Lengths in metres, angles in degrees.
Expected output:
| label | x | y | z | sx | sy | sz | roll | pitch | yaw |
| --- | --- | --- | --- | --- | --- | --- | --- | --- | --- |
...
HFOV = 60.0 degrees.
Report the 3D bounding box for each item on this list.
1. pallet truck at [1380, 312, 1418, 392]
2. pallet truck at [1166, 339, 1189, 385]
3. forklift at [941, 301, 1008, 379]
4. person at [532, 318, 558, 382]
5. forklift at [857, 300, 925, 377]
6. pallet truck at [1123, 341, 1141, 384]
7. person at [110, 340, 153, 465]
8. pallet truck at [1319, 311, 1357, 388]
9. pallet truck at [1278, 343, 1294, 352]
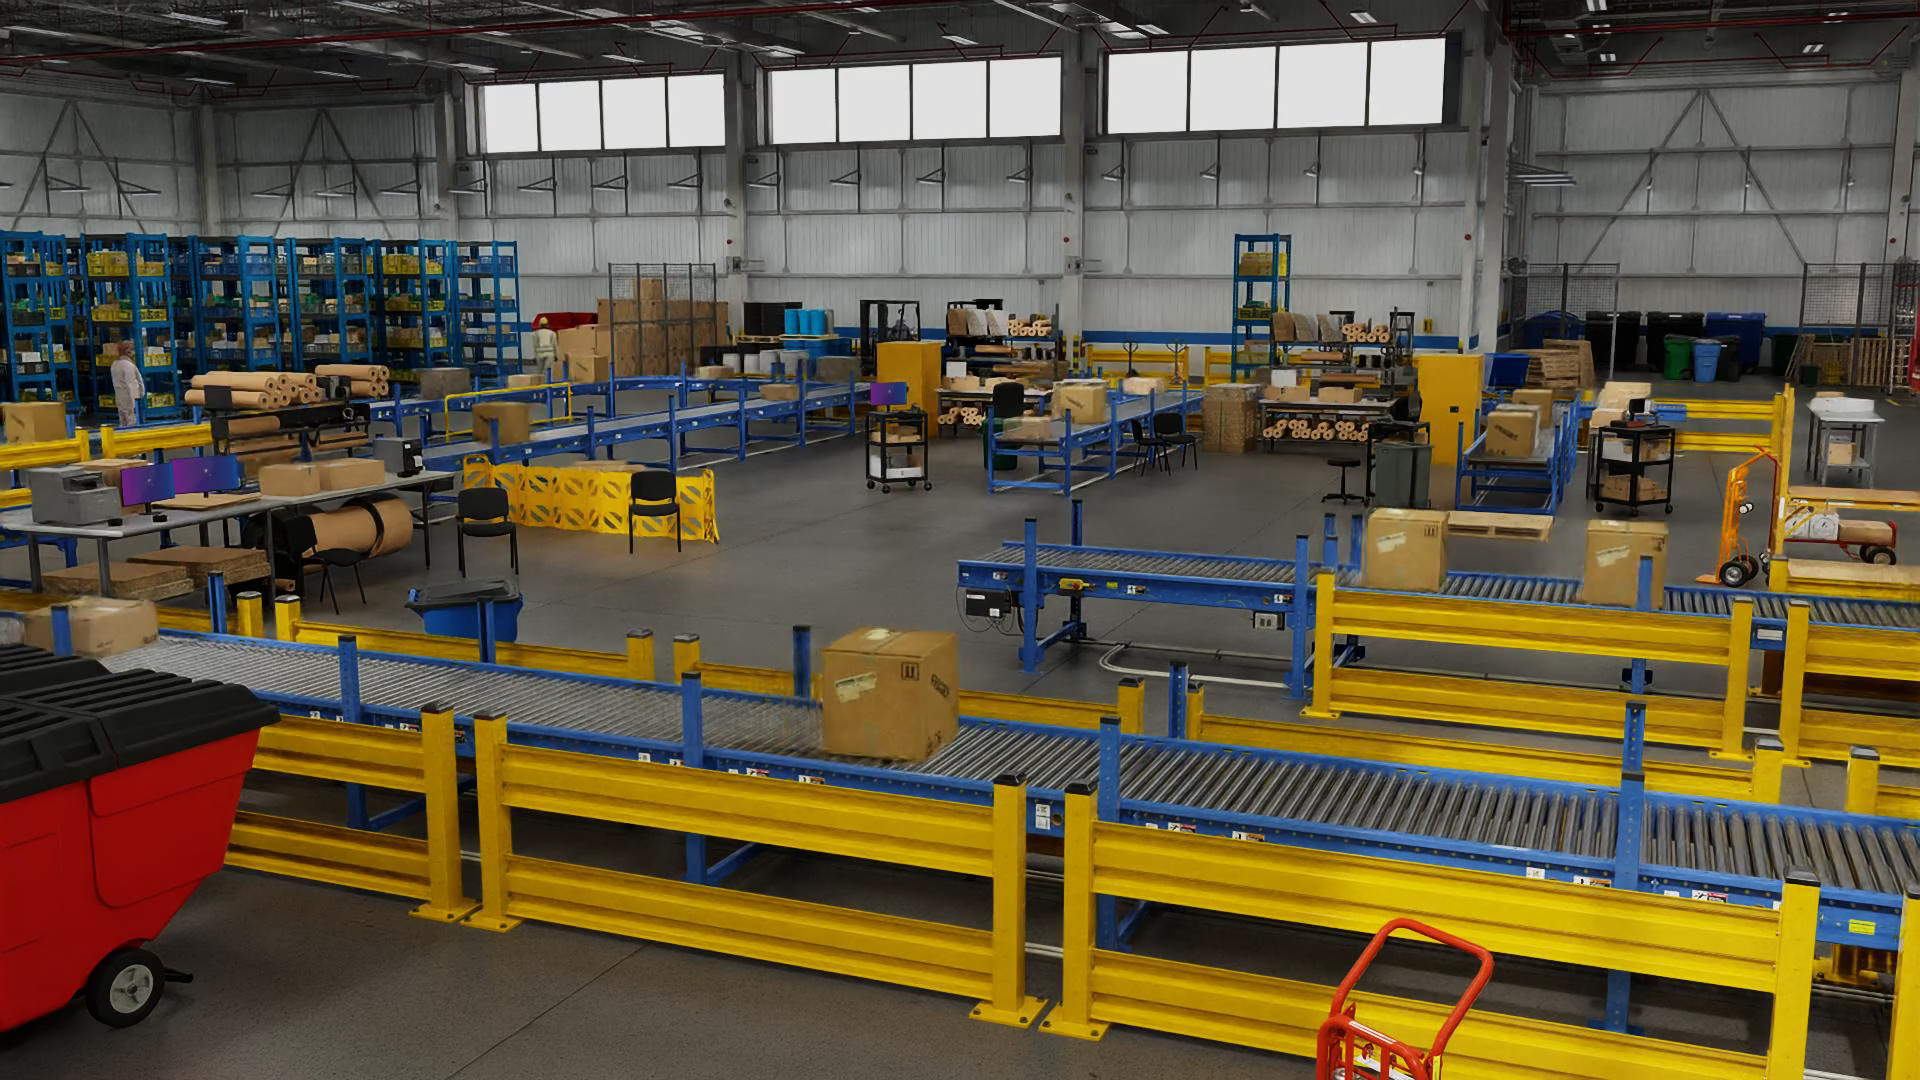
| label | x | y | z | sx | sy | sz | roll | pitch | yaw |
| --- | --- | --- | --- | --- | --- | --- | --- | --- | --- |
| pallet truck | 10.207 | -4.283 | 38.369 | 0.823 | 1.965 | 1.885 | 3 | 10 | 20 |
| pallet truck | 5.418 | -4.269 | 40.420 | 0.704 | 1.261 | 1.522 | 3 | 10 | 20 |
| forklift | 0.365 | -4.966 | 41.571 | 1.157 | 1.987 | 2.680 | 3 | 10 | 20 |
| person | -10.017 | -4.475 | 40.191 | 0.611 | 1.786 | 0.941 | -4 | 10 | -20 |
| forklift | -1.732 | -5.109 | 42.468 | 1.157 | 1.987 | 2.680 | 4 | 10 | 22 |
| pallet truck | 4.445 | -4.380 | 41.279 | 0.680 | 1.201 | 1.601 | 4 | 10 | 22 |
| person | -12.534 | -2.058 | 25.147 | 0.647 | 1.913 | 0.409 | 8 | 12 | 41 |
| pallet truck | 9.071 | -4.419 | 39.190 | 0.823 | 1.965 | 1.885 | 5 | 10 | 26 |
| pallet truck | 7.886 | -4.163 | 39.743 | 0.653 | 1.274 | 1.630 | 4 | 10 | 22 |
